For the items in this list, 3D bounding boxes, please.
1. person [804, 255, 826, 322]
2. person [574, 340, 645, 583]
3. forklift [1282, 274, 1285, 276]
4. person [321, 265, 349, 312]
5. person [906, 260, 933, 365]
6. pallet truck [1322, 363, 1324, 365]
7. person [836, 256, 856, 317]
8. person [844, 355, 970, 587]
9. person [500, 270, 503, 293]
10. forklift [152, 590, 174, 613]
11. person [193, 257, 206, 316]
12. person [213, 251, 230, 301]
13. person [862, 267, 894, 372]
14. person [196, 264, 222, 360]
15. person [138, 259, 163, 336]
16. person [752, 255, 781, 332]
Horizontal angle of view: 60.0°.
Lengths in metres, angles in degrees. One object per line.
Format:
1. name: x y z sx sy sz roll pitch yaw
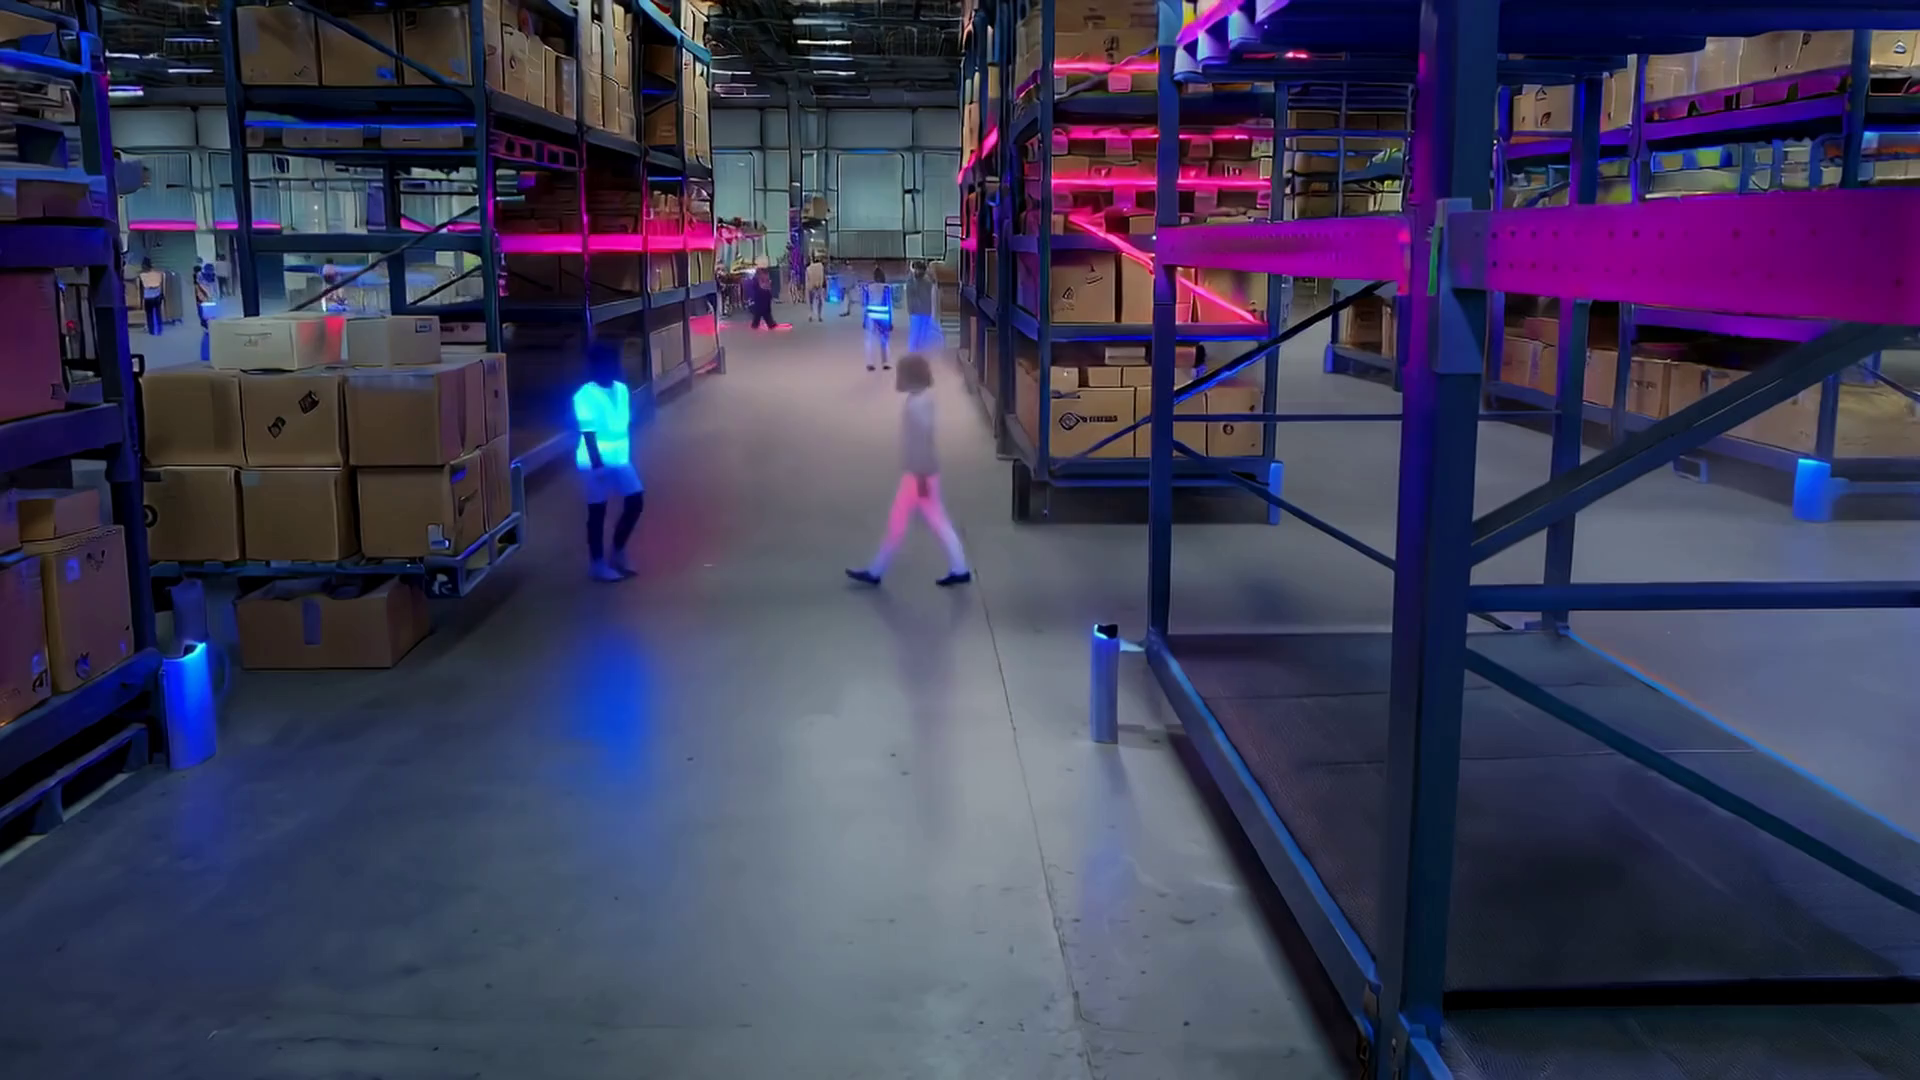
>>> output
1. person: -4.226 -7.301 48.415 0.627 1.941 0.374 -2 10 -9
2. person: -2.407 -0.525 11.394 0.404 1.682 0.536 6 12 30
3. forklift: 12.240 -10.302 62.509 1.129 2.768 1.873 0 10 -2
4. person: -11.715 -4.150 30.932 0.565 1.909 0.727 6 12 30
5. person: -0.757 -4.294 31.507 0.379 1.996 0.610 9 14 41
6. pallet truck: 7.712 -4.157 30.737 1.885 1.965 0.823 3 11 16
7. person: -3.540 -7.945 52.089 0.650 1.905 0.761 4 11 19
8. person: -0.327 -0.454 11.245 0.869 1.579 0.523 1 10 7
9. person: -16.191 -8.888 57.991 0.532 1.674 0.749 9 14 42
10. forklift: -5.858 -0.811 9.639 1.873 2.768 1.129 -1 10 -3
11. person: -23.996 -8.023 52.654 0.515 1.865 0.329 -7 12 -34
12. person: -29.398 -10.504 66.144 0.552 1.978 0.633 5 11 28
13. person: -1.462 -3.953 29.923 0.578 1.883 0.353 2 10 10
14. person: -13.885 -4.154 30.888 0.374 1.935 0.552 3 10 14
15. person: -20.253 -6.078 41.658 0.376 1.917 0.599 8 13 37
16. person: -5.034 -6.435 43.310 1.008 2.000 0.691 -5 12 -28
